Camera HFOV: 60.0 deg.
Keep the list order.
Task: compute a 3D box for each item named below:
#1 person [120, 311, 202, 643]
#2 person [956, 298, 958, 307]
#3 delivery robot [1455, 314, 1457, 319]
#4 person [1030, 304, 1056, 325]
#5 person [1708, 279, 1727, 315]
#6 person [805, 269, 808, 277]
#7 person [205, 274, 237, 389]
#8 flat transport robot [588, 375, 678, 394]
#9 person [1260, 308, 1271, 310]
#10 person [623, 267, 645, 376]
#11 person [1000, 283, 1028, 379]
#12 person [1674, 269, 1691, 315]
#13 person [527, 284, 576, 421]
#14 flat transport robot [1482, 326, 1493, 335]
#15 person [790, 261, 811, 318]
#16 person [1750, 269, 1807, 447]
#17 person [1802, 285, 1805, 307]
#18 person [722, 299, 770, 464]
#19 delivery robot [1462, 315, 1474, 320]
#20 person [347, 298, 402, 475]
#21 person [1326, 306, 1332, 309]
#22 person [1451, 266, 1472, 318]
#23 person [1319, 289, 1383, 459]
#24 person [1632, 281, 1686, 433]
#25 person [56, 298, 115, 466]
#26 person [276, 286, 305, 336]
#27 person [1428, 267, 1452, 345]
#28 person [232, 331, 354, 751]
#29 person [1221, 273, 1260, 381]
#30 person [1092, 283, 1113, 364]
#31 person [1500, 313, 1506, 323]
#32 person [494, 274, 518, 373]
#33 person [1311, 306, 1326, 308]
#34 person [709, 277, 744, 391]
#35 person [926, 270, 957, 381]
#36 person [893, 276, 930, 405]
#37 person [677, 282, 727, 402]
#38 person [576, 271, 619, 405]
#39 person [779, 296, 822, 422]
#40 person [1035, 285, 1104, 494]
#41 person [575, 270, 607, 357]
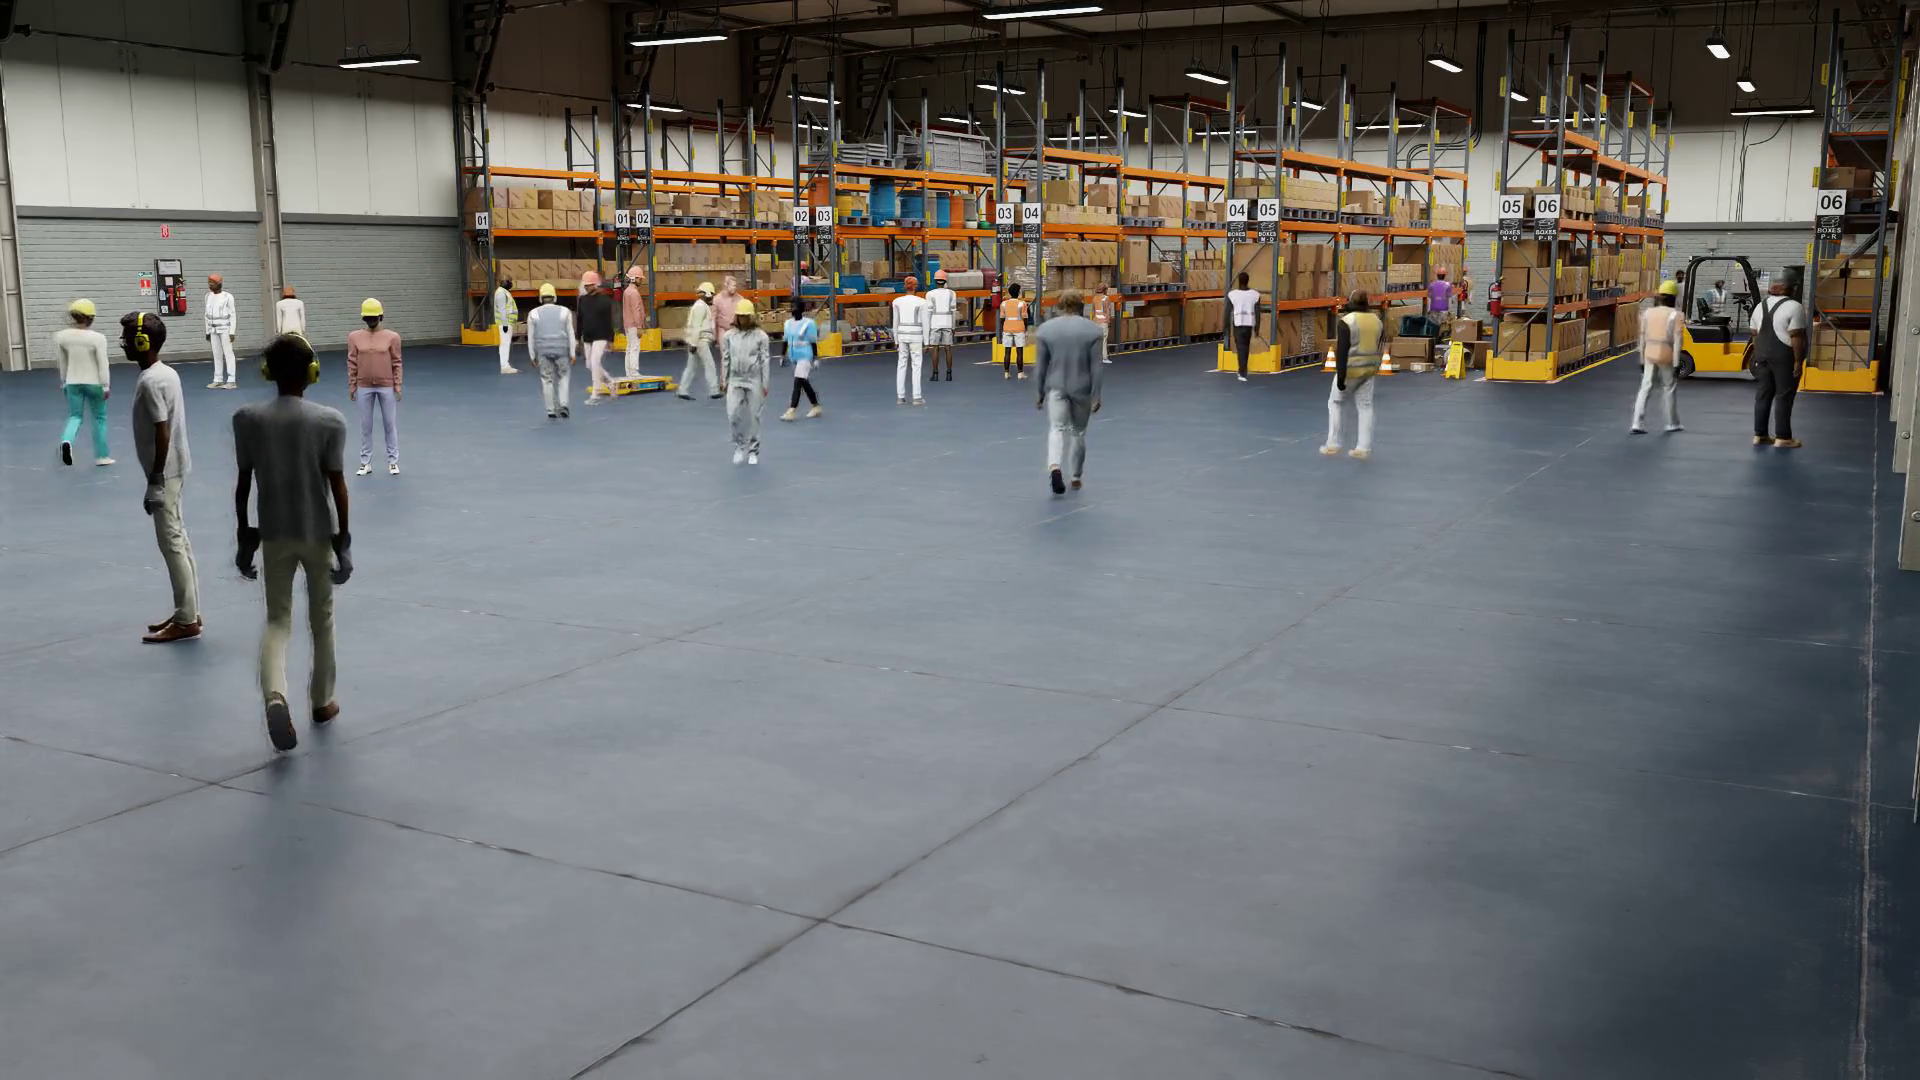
[{"bbox_3d":[-4.527,-0.352,9.404,0.325,1.871,0.516,-3,10,-16],"label":"person"},{"bbox_3d":[-0.298,-6.911,48.545,0.524,1.598,0.786,3,10,19],"label":"person"},{"bbox_3d":[13.812,-6.031,46.218,0.477,0.478,0.707,1,10,4],"label":"delivery robot"},{"bbox_3d":[1.882,-5.206,37.660,0.627,1.931,0.375,0,10,0],"label":"person"},{"bbox_3d":[19.213,-5.843,42.306,0.511,1.613,0.661,-1,10,-7],"label":"person"},{"bbox_3d":[-4.432,-7.047,48.466,0.607,1.927,0.965,7,12,37],"label":"person"},{"bbox_3d":[-12.169,-3.426,27.350,0.572,1.887,0.355,3,10,19],"label":"person"},{"bbox_3d":[-5.230,-2.500,26.649,0.652,0.197,1.431,5,11,28],"label":"flat transport robot"},{"bbox_3d":[7.117,-5.568,39.626,0.646,1.977,0.472,4,11,24],"label":"person"},{"bbox_3d":[-5.448,-3.569,27.891,0.392,1.988,0.608,-5,11,-25],"label":"person"},{"bbox_3d":[0.964,-3.682,29.406,0.544,1.697,0.317,4,11,23],"label":"person"},{"bbox_3d":[17.789,-5.766,41.153,0.541,1.851,0.533,4,11,23],"label":"person"},{"bbox_3d":[-5.415,-2.485,22.075,0.618,1.804,0.458,-2,10,-14],"label":"person"},{"bbox_3d":[14.490,-5.768,45.783,0.652,0.197,1.431,-1,10,-7],"label":"flat transport robot"},{"bbox_3d":[-3.886,-5.823,40.923,0.605,2.045,0.383,8,12,39],"label":"person"},{"bbox_3d":[9.442,-2.094,19.100,0.535,2.000,0.710,-3,10,-19],"label":"person"},{"bbox_3d":[18.462,-5.096,37.035,0.587,1.918,0.397,5,11,26],"label":"person"},{"bbox_3d":[-2.236,-1.635,17.329,0.518,1.725,0.476,0,10,2],"label":"person"},{"bbox_3d":[13.808,-5.919,45.565,0.707,0.478,0.477,-1,10,-7],"label":"delivery robot"},{"bbox_3d":[-5.821,-1.522,16.565,0.523,1.765,0.316,-2,10,-11],"label":"person"},{"bbox_3d":[9.024,-5.790,41.193,0.645,1.887,0.581,3,10,18],"label":"person"},{"bbox_3d":[14.775,-7.087,48.770,0.589,1.898,0.865,-6,11,-30],"label":"person"},{"bbox_3d":[4.215,-1.797,18.019,0.647,1.814,0.759,-5,11,-29],"label":"person"},{"bbox_3d":[8.628,-2.245,20.477,0.974,1.880,0.601,-7,12,-37],"label":"person"},{"bbox_3d":[-9.006,-1.601,17.070,0.531,1.745,0.644,0,10,-3],"label":"person"},{"bbox_3d":[-12.551,-3.953,31.221,0.501,1.626,0.306,-5,11,-25],"label":"person"},{"bbox_3d":[11.346,-5.494,39.365,0.555,1.923,0.522,4,11,23],"label":"person"},{"bbox_3d":[-2.995,-0.005,7.447,0.526,1.847,0.828,-2,10,-11],"label":"person"},{"bbox_3d":[4.934,-3.760,29.343,0.609,1.877,0.944,-2,10,-11],"label":"person"},{"bbox_3d":[2.877,-4.402,33.786,0.309,1.640,0.513,-8,12,-38],"label":"person"},{"bbox_3d":[14.998,-6.581,45.750,0.783,1.908,0.572,-2,10,-9],"label":"person"},{"bbox_3d":[-8.443,-4.023,30.982,0.429,1.839,0.633,-2,10,-10],"label":"person"},{"bbox_3d":[8.707,-5.641,40.498,0.518,1.827,0.450,6,11,32],"label":"person"},{"bbox_3d":[-3.648,-3.282,26.650,0.634,1.846,1.031,-9,13,-44],"label":"person"},{"bbox_3d":[-0.335,-3.731,28.988,0.557,1.936,0.369,-3,10,-15],"label":"person"},{"bbox_3d":[-0.716,-2.926,24.452,0.576,1.877,0.342,4,11,23],"label":"person"},{"bbox_3d":[-3.850,-2.948,24.840,0.873,1.777,0.616,-3,10,-18],"label":"person"},{"bbox_3d":[-5.322,-2.985,24.522,0.654,1.969,0.769,5,11,28],"label":"person"},{"bbox_3d":[-2.118,-2.417,22.138,0.542,1.648,0.880,8,13,39],"label":"person"},{"bbox_3d":[0.991,-1.367,15.232,0.635,1.916,0.855,2,10,9],"label":"person"},{"bbox_3d":[-7.942,-4.845,35.647,0.687,1.889,0.653,-7,12,-34],"label":"person"}]
